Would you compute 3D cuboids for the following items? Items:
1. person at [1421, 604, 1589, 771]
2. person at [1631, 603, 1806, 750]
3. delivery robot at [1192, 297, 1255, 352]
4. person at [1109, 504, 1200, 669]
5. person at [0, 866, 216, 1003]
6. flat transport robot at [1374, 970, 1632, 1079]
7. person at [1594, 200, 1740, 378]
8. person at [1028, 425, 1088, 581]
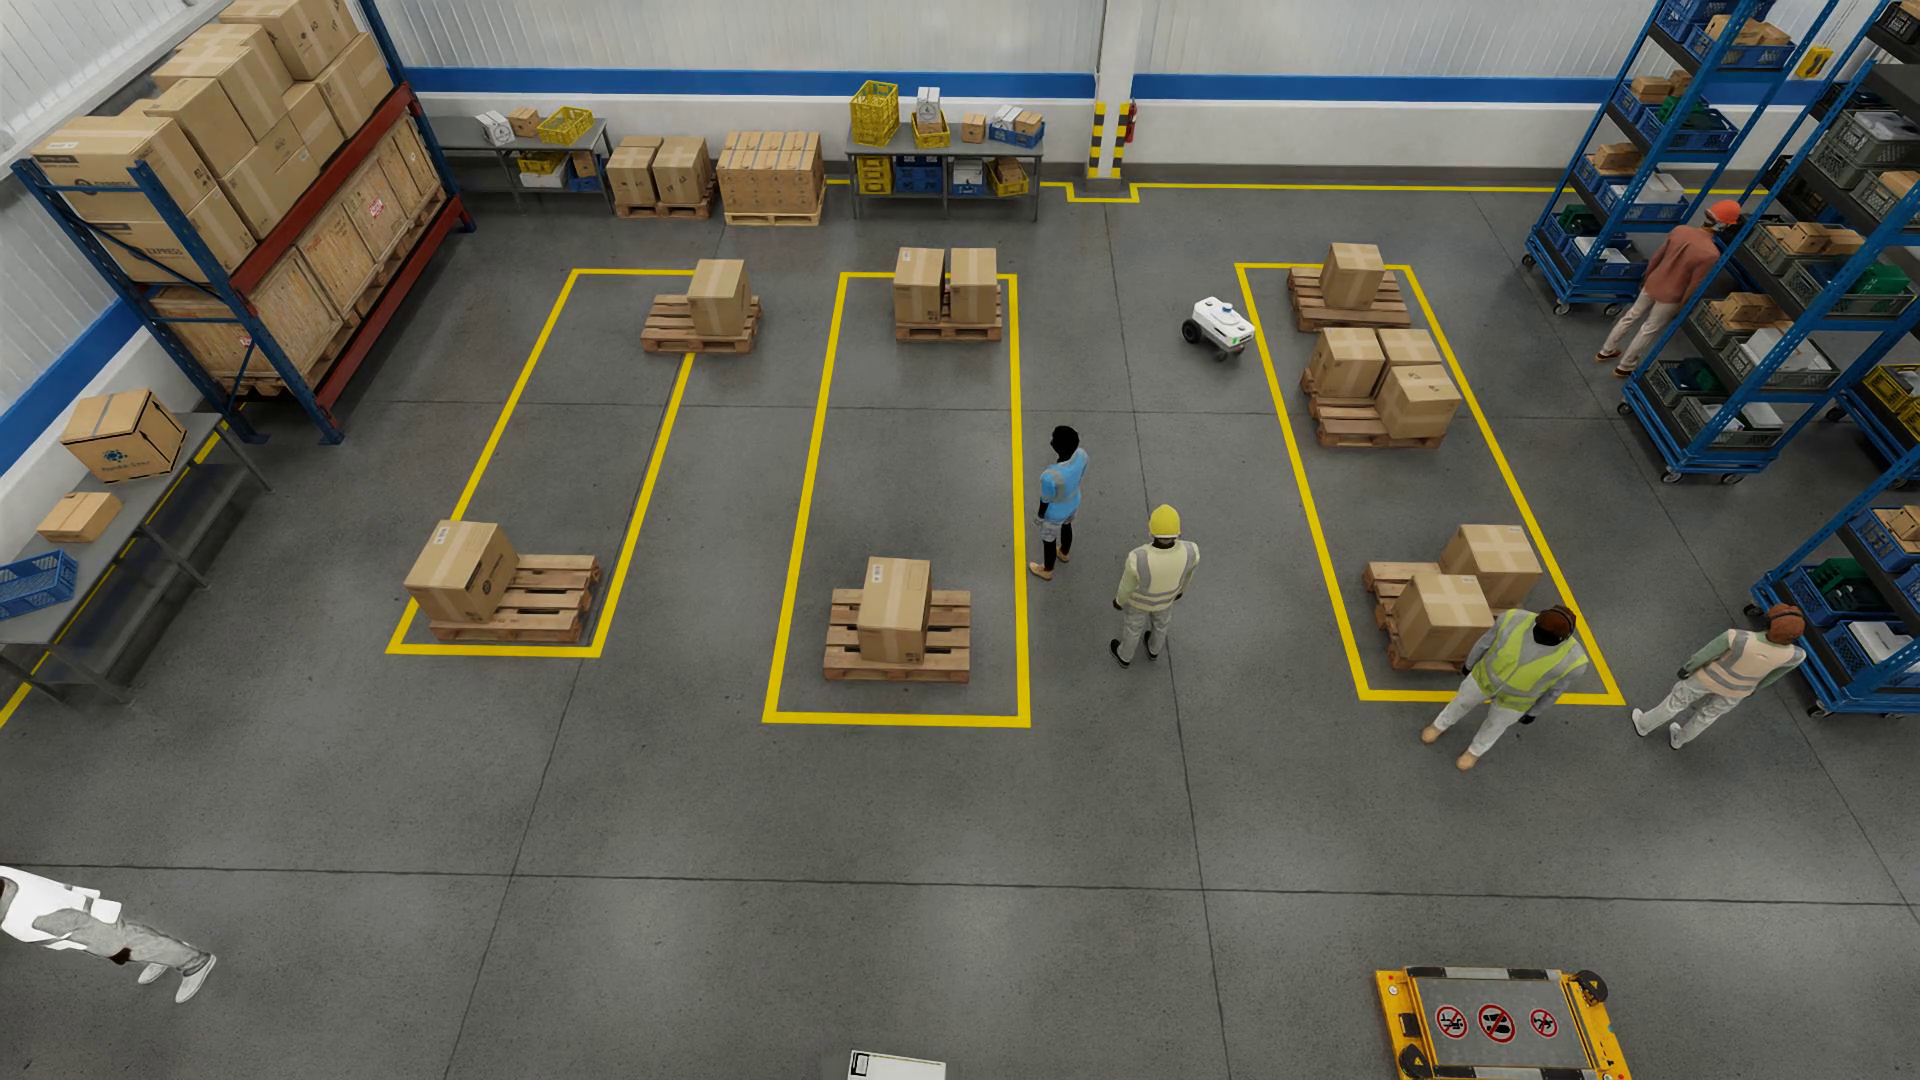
[{"bbox_3d":[3.916,1.050,6.614,0.429,1.837,0.623,-32,58,-24],"label":"person"},{"bbox_3d":[5.597,1.036,6.752,0.514,1.634,0.313,20,53,15],"label":"person"},{"bbox_3d":[2.926,-2.409,10.192,0.477,0.478,0.707,-27,56,-20],"label":"delivery robot"},{"bbox_3d":[1.483,0.396,7.151,0.588,1.822,0.403,-10,52,-8],"label":"person"},{"bbox_3d":[-5.274,2.333,5.515,0.595,1.910,0.384,18,53,14],"label":"person"},{"bbox_3d":[3.501,3.133,5.914,1.431,0.197,0.652,1,51,1],"label":"flat transport robot"},{"bbox_3d":[7.303,-2.574,9.469,0.393,1.985,0.611,-10,52,-8],"label":"person"},{"bbox_3d":[0.840,-0.306,7.809,0.319,1.690,0.529,35,59,25],"label":"person"}]
